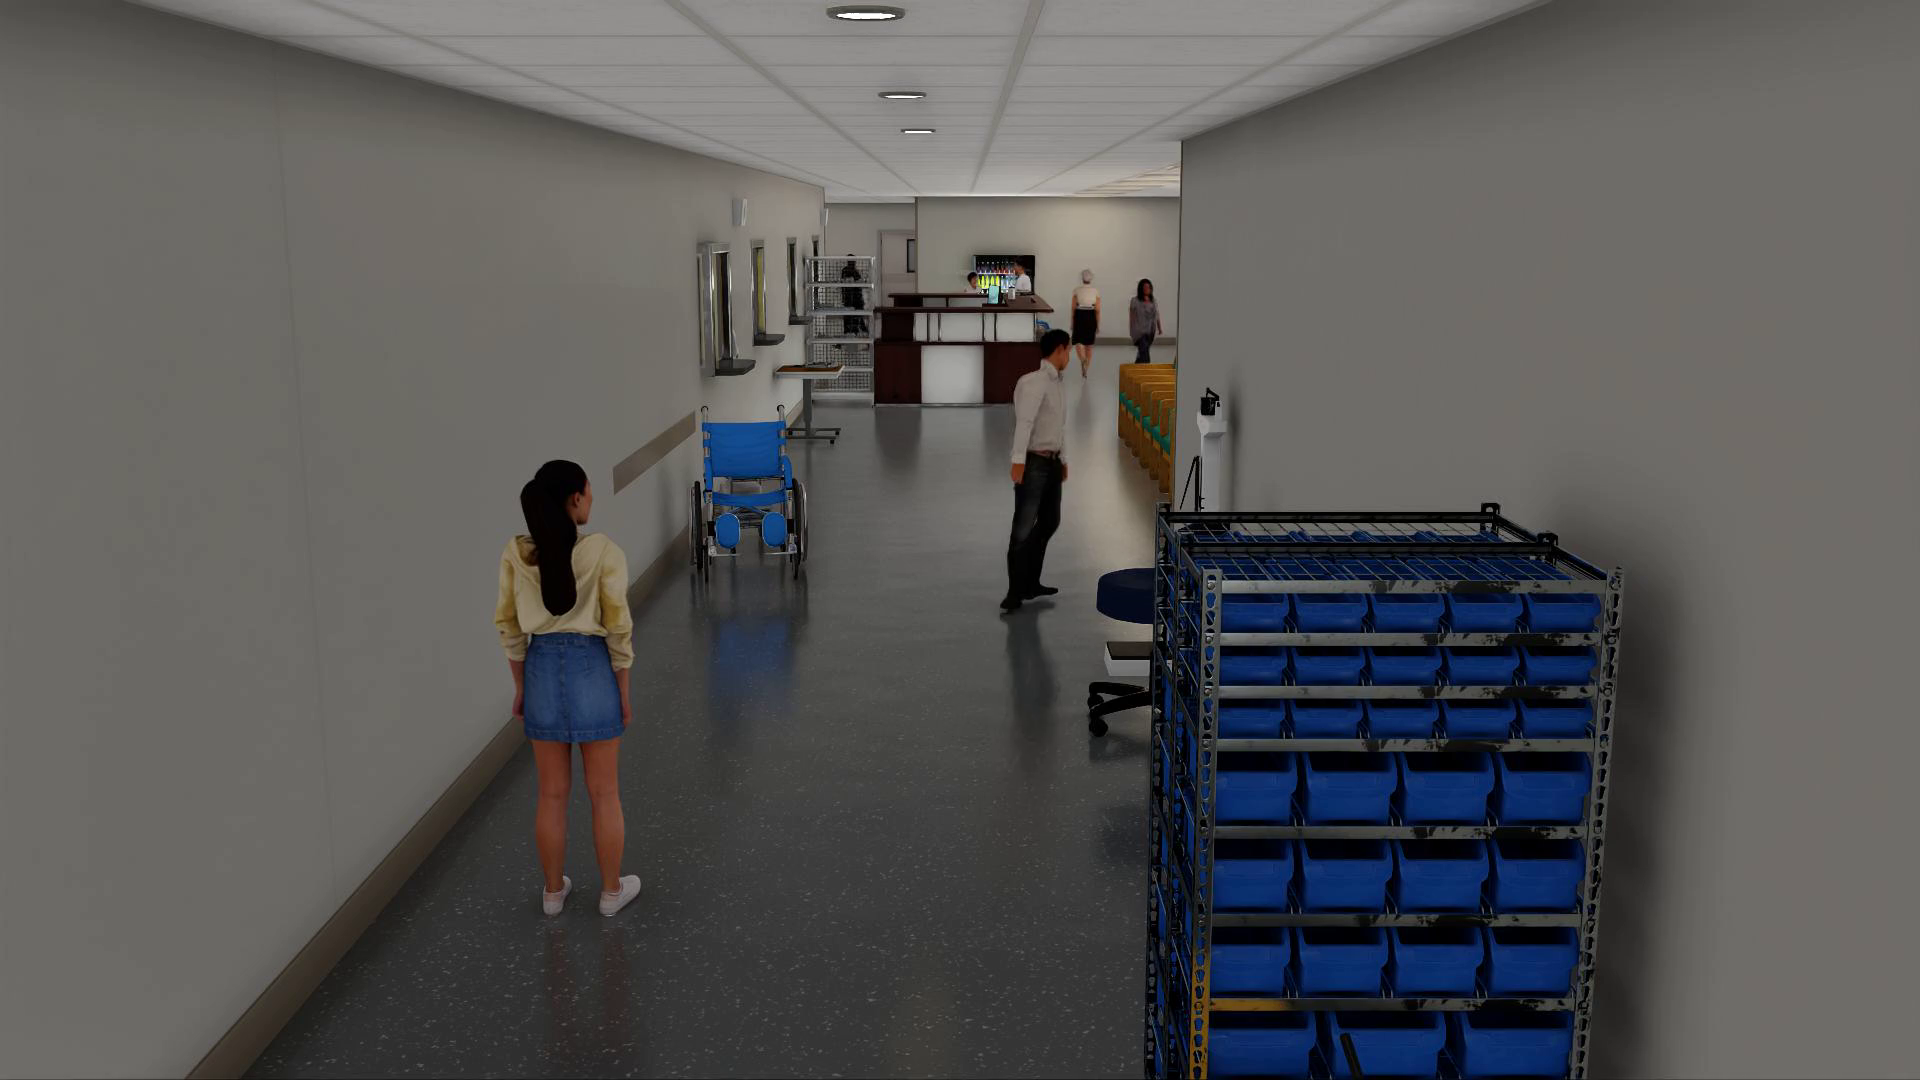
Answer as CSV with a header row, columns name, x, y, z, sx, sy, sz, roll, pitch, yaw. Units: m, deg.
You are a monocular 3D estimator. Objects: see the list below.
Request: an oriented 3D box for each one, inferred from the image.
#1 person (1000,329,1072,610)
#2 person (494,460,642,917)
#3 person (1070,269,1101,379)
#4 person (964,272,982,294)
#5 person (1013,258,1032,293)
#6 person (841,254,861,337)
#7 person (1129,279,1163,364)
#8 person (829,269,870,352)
name,x,y,z,sx,sy,sz,roll,pitch,yaw
person,0.438,-0.450,10.662,0.777,1.776,0.861,9,14,39
person,-1.382,0.526,5.906,0.487,1.631,0.699,1,11,4
person,1.969,-3.379,26.187,0.831,1.741,0.676,0,11,0
person,0.194,-4.313,31.648,0.815,1.541,0.829,-6,13,-31
person,1.200,-4.075,29.619,1.094,1.829,0.881,4,11,20
person,-2.349,-5.223,35.678,0.830,1.826,0.782,-10,14,-41
person,2.878,-3.316,26.339,1.091,1.562,0.990,-5,12,-25
person,-1.932,-4.349,31.782,1.183,1.562,0.752,1,11,7
